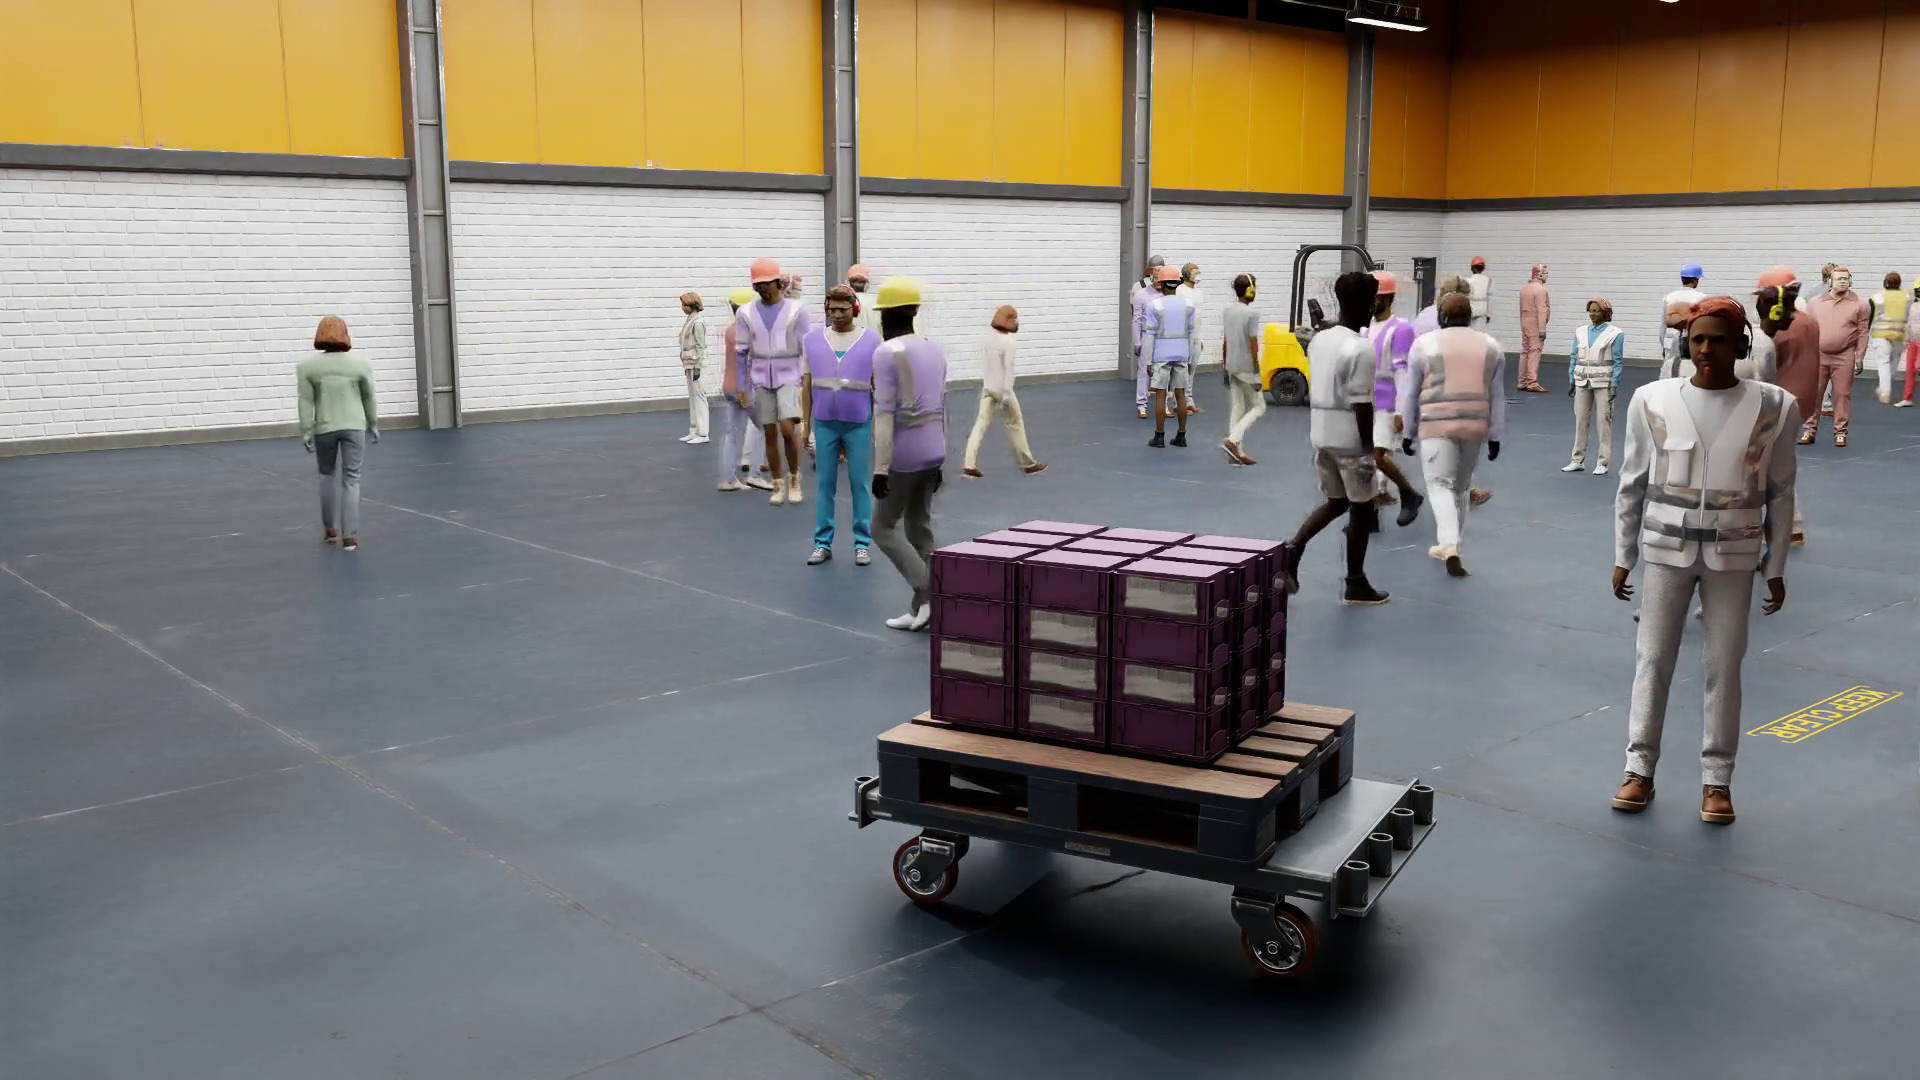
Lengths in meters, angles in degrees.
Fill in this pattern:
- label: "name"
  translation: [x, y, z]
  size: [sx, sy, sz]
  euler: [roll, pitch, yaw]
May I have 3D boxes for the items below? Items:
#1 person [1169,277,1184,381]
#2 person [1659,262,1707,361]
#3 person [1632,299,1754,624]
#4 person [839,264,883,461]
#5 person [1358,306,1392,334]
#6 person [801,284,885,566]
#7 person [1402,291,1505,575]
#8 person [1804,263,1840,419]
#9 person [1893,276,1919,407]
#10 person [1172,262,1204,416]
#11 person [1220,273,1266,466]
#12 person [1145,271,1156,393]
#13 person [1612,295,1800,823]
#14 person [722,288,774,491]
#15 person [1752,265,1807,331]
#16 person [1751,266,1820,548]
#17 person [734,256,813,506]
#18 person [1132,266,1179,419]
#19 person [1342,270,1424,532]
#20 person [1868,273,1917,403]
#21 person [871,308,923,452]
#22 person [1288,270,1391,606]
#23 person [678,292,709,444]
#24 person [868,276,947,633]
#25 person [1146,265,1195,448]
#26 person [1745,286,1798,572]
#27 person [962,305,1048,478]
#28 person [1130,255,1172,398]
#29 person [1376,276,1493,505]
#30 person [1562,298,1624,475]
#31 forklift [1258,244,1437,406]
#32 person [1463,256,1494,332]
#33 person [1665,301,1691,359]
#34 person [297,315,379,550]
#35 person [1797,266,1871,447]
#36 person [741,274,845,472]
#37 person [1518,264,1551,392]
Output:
- label: "person"
  translation: [3.543, -3.397, 26.858]
  size: [0.535, 1.691, 0.319]
  euler: [4, 10, 22]
- label: "person"
  translation: [8.529, -2.286, 19.594]
  size: [0.403, 1.948, 0.605]
  euler: [-5, 11, -29]
- label: "person"
  translation: [3.982, -0.407, 9.058]
  size: [0.982, 1.789, 0.528]
  euler: [-7, 12, -35]
- label: "person"
  translation: [-0.923, -1.703, 16.191]
  size: [0.618, 1.948, 0.903]
  euler: [-5, 11, -27]
- label: "person"
  translation: [4.906, -2.334, 20.287]
  size: [0.821, 1.801, 0.621]
  euler: [-4, 10, -20]
- label: "person"
  translation: [-0.761, -0.749, 10.919]
  size: [0.563, 1.838, 0.390]
  euler: [1, 10, 7]
- label: "person"
  translation: [3.188, -0.688, 10.704]
  size: [0.630, 1.814, 0.809]
  euler: [-1, 10, -6]
- label: "person"
  translation: [10.811, -2.485, 20.790]
  size: [0.372, 1.940, 0.630]
  euler: [-3, 10, -17]
- label: "person"
  translation: [12.802, -2.637, 22.200]
  size: [0.462, 1.749, 0.551]
  euler: [-1, 10, -6]
- label: "person"
  translation: [2.913, -2.556, 21.204]
  size: [0.372, 1.940, 0.630]
  euler: [7, 12, 36]
- label: "person"
  translation: [2.715, -1.621, 15.949]
  size: [0.412, 1.860, 0.544]
  euler: [-6, 11, -30]
- label: "person"
  translation: [2.827, -3.115, 24.693]
  size: [0.513, 1.866, 0.331]
  euler: [9, 14, 44]
- label: "person"
  translation: [2.654, 0.073, 5.970]
  size: [0.584, 1.882, 0.337]
  euler: [5, 11, 27]
- label: "person"
  translation: [-1.820, -1.279, 14.302]
  size: [0.551, 1.752, 0.528]
  euler: [-5, 11, -29]
- label: "person"
  translation: [8.960, -2.051, 18.279]
  size: [0.543, 1.928, 0.373]
  euler: [8, 13, 40]
- label: "person"
  translation: [5.735, -0.944, 11.725]
  size: [0.691, 1.950, 0.660]
  euler: [-7, 12, -37]
- label: "person"
  translation: [-1.498, -1.258, 13.377]
  size: [0.627, 2.015, 0.583]
  euler: [1, 10, 8]
- label: "person"
  translation: [2.465, -2.465, 20.782]
  size: [0.636, 1.902, 0.406]
  euler: [-3, 10, -16]
- label: "person"
  translation: [3.091, -0.991, 12.091]
  size: [0.515, 1.919, 0.565]
  euler: [-4, 10, -22]
- label: "person"
  translation: [12.933, -2.825, 23.213]
  size: [0.645, 1.785, 0.974]
  euler: [3, 10, 15]
- label: "person"
  translation: [-0.651, -1.787, 17.078]
  size: [0.645, 1.809, 0.649]
  euler: [6, 12, 33]
- label: "person"
  translation: [2.168, -0.574, 9.572]
  size: [0.639, 1.946, 0.634]
  euler: [-4, 10, -20]
- label: "person"
  translation: [-2.874, -1.859, 17.997]
  size: [0.308, 1.640, 0.511]
  euler: [-4, 10, -22]
- label: "person"
  translation: [-0.274, -0.436, 8.840]
  size: [0.495, 1.916, 0.632]
  euler: [6, 11, 31]
- label: "person"
  translation: [2.215, -1.939, 17.639]
  size: [0.540, 1.930, 0.384]
  euler: [-2, 10, -12]
- label: "person"
  translation: [5.003, -0.674, 10.496]
  size: [0.567, 1.836, 0.569]
  euler: [3, 10, 16]
- label: "person"
  translation: [0.379, -1.355, 15.236]
  size: [0.898, 1.577, 0.502]
  euler: [-7, 12, -36]
- label: "person"
  translation: [2.807, -3.053, 23.816]
  size: [0.674, 2.000, 0.536]
  euler: [7, 12, 35]
- label: "person"
  translation: [3.770, -1.182, 13.404]
  size: [0.997, 1.868, 0.779]
  euler: [-2, 10, -14]
- label: "person"
  translation: [5.904, -1.429, 15.479]
  size: [0.307, 1.641, 0.514]
  euler: [-8, 12, -38]
- label: "forklift"
  translation: [5.256, -2.933, 22.661]
  size: [2.313, 2.155, 1.214]
  euler: [3, 10, 16]
- label: "person"
  translation: [9.385, -4.157, 30.318]
  size: [0.648, 2.021, 0.497]
  euler: [-2, 10, -10]
- label: "person"
  translation: [6.538, -1.354, 15.095]
  size: [0.315, 1.618, 0.530]
  euler: [6, 11, 29]
- label: "person"
  translation: [-4.322, -0.754, 11.603]
  size: [0.505, 1.611, 0.622]
  euler: [-3, 10, -16]
- label: "person"
  translation: [9.294, -1.948, 17.728]
  size: [0.650, 1.911, 0.409]
  euler: [7, 12, 35]
- label: "person"
  translation: [-1.593, -1.550, 15.550]
  size: [1.008, 1.846, 0.665]
  euler: [-3, 10, -17]
- label: "person"
  translation: [8.597, -3.157, 24.823]
  size: [0.403, 1.904, 0.652]
  euler: [-1, 10, -7]
